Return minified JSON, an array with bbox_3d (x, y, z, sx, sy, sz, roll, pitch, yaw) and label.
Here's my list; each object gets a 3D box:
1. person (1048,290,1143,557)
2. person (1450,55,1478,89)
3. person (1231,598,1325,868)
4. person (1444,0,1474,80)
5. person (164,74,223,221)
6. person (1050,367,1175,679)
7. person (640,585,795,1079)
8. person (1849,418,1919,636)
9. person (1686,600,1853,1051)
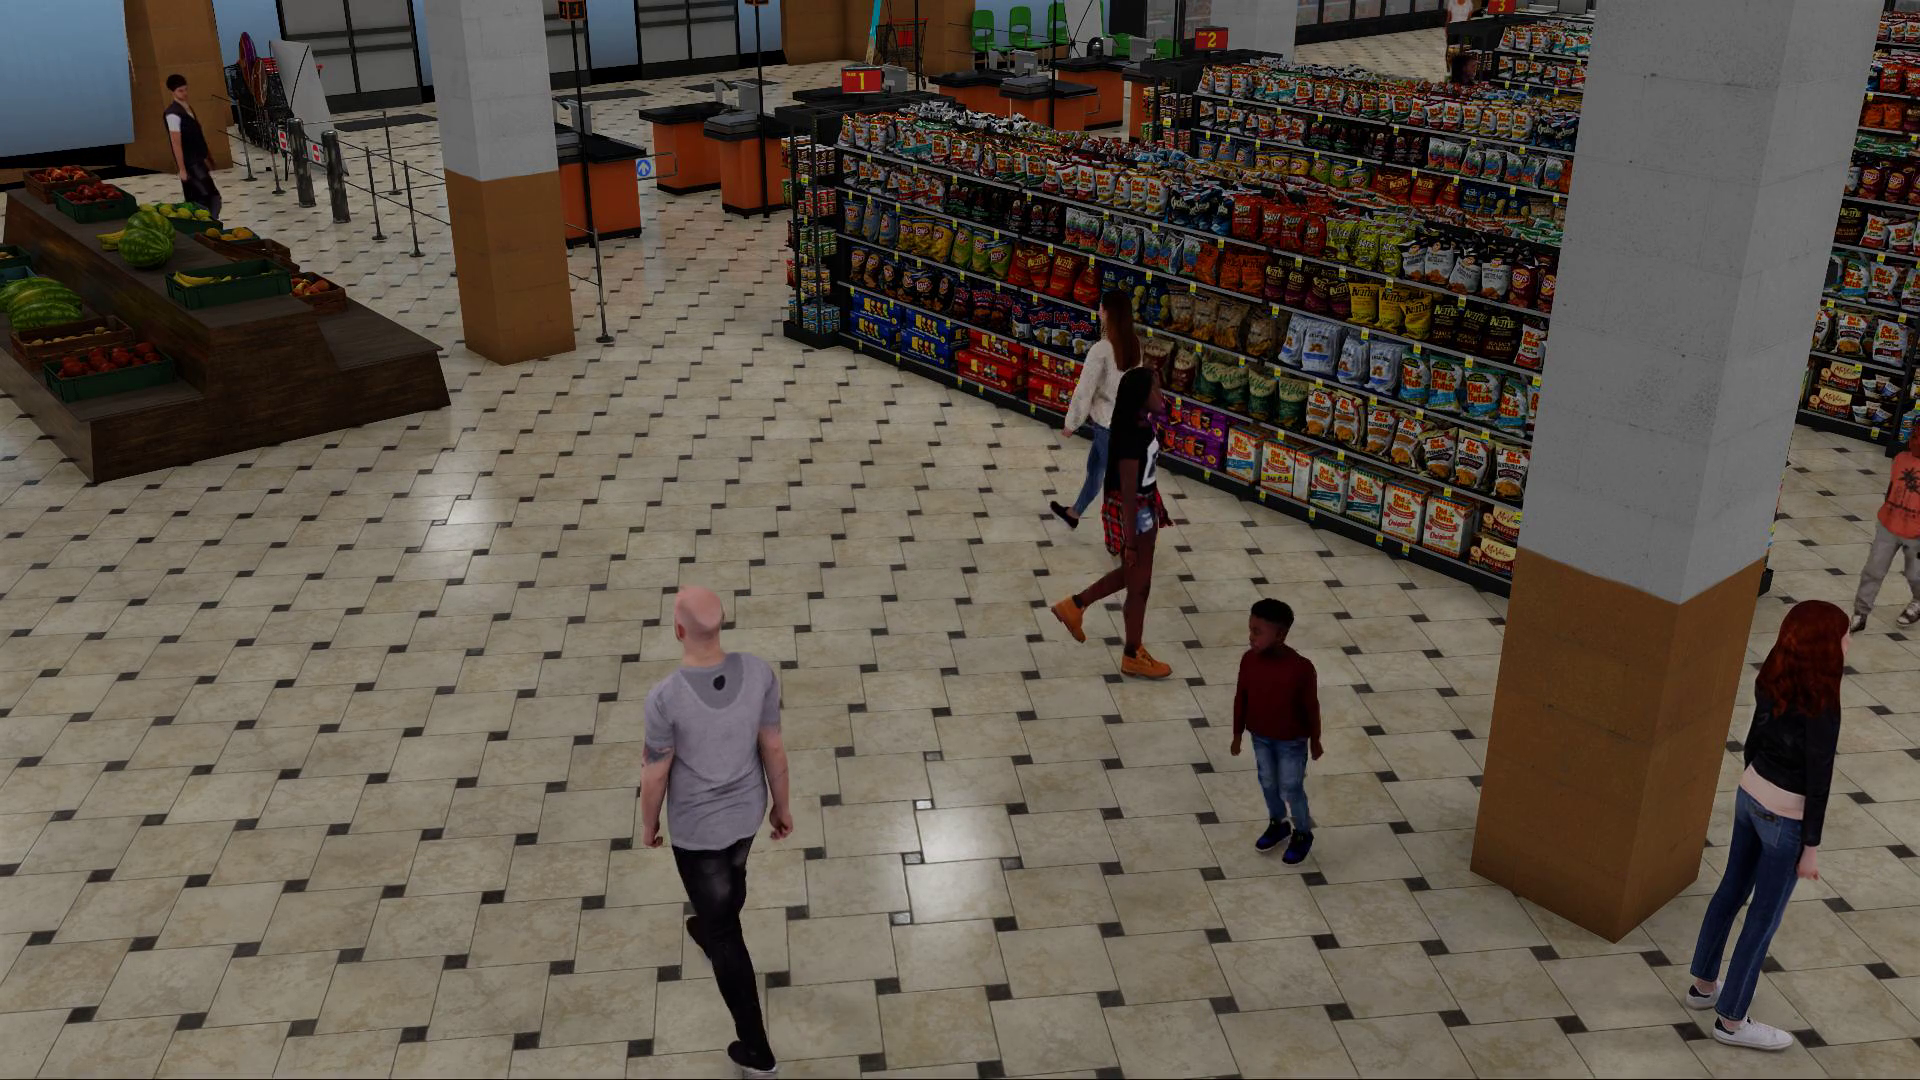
[{"bbox_3d":[0.996,-0.652,10.100,1.091,1.651,0.757,18,29,35],"label":"person"},{"bbox_3d":[5.729,-4.754,19.421,0.680,1.694,1.167,-15,28,-31],"label":"person"},{"bbox_3d":[1.427,0.819,7.258,0.522,1.233,0.640,11,26,24],"label":"person"},{"bbox_3d":[8.533,-8.683,28.474,0.687,1.633,0.754,7,25,15],"label":"person"},{"bbox_3d":[-8.122,-3.921,17.361,0.873,1.819,0.768,-7,25,-16],"label":"person"},{"bbox_3d":[0.805,-0.067,8.692,0.998,1.708,0.910,4,24,9],"label":"person"},{"bbox_3d":[-0.834,1.071,5.996,0.754,1.783,1.269,-15,28,-31],"label":"person"},{"bbox_3d":[5.313,-0.080,9.245,0.654,1.287,0.870,-13,27,-27],"label":"person"},{"bbox_3d":[2.975,1.031,6.084,0.717,1.787,0.634,-1,24,-2],"label":"person"}]
